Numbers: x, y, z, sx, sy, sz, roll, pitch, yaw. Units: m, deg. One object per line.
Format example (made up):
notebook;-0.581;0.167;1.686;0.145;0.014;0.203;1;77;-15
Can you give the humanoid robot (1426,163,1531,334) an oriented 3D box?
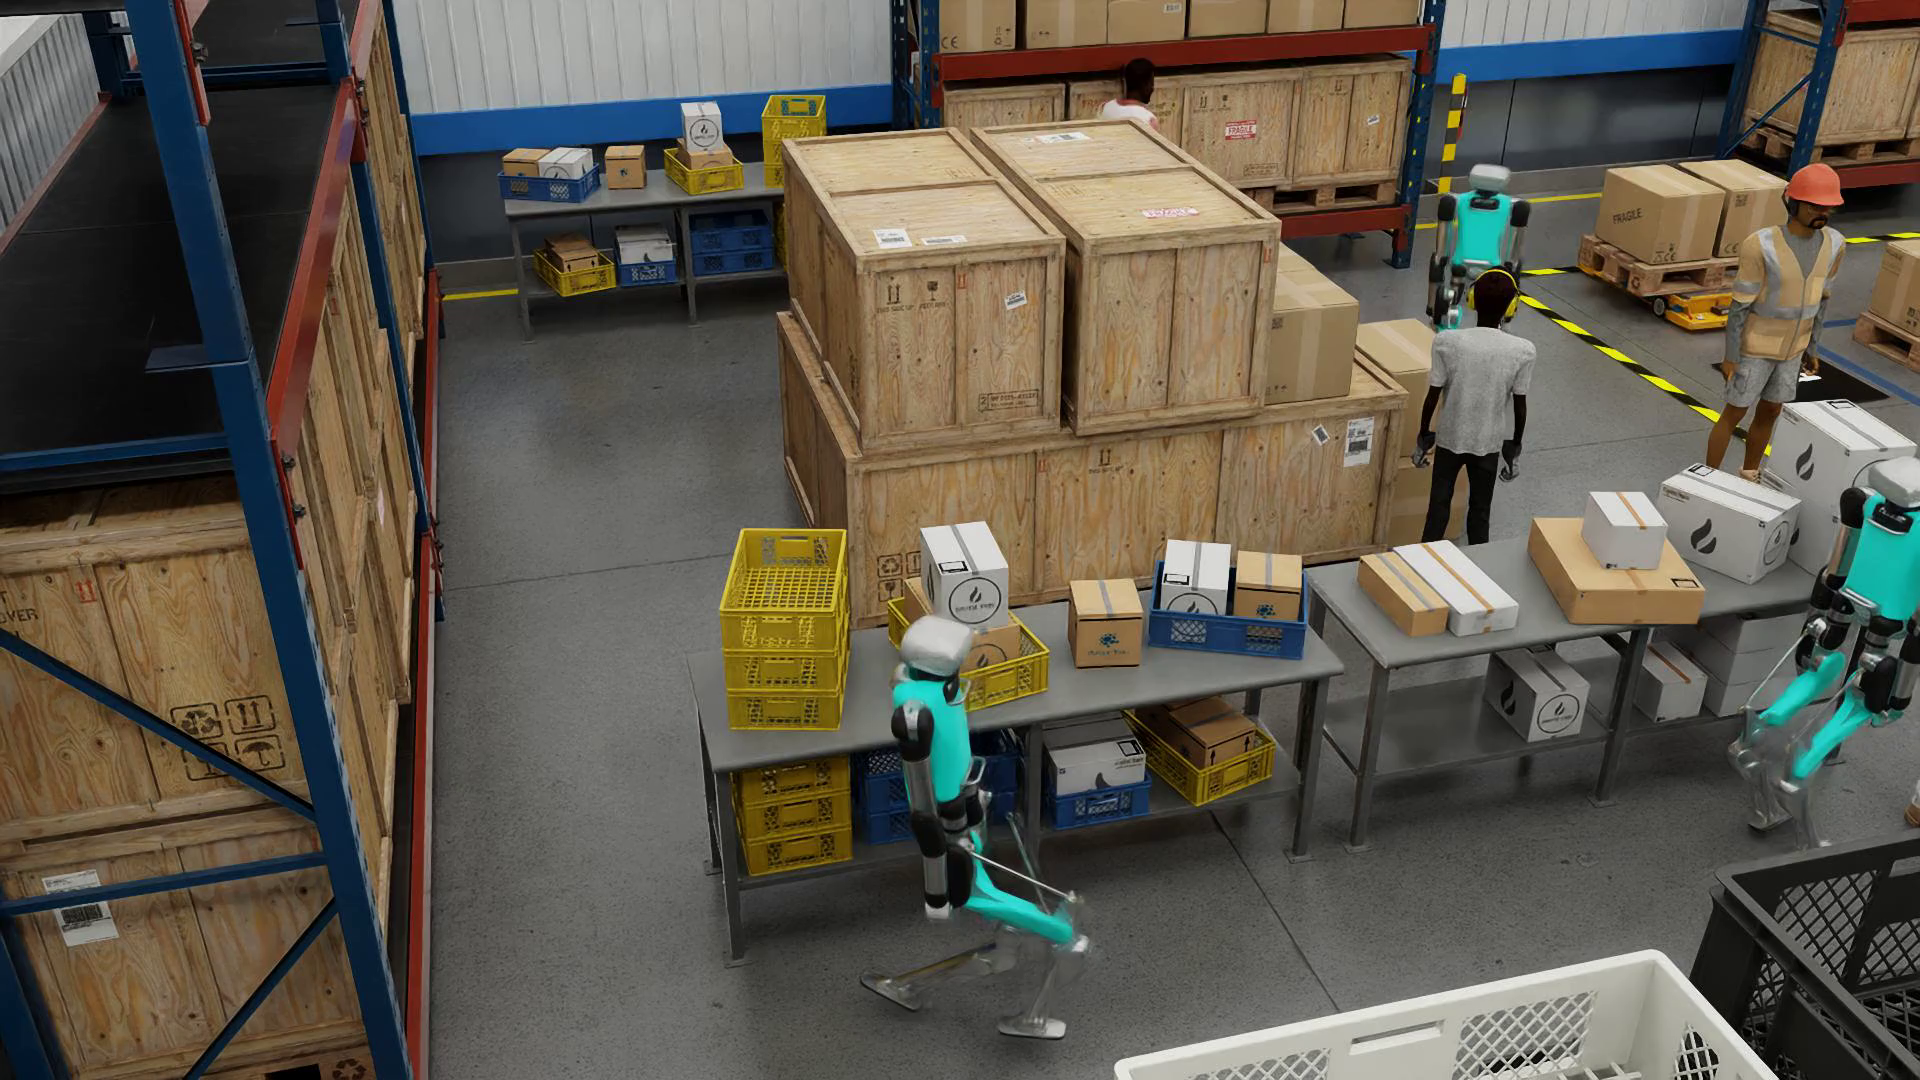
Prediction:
humanoid robot;3.045;-1.284;9.967;0.530;1.797;0.800;8;30;14

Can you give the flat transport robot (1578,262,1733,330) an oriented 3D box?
flat transport robot;5.404;-1.960;12.644;0.652;0.197;1.431;-7;30;-13

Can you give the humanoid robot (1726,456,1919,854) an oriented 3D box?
humanoid robot;3.406;0.523;6.577;0.682;1.735;0.540;-11;31;-18

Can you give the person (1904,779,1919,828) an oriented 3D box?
person;4.299;0.422;6.732;0.634;1.832;0.429;-10;30;-18

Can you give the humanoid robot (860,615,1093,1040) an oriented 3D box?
humanoid robot;0.120;1.063;5.661;1.004;1.737;0.539;6;29;10

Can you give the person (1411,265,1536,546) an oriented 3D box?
person;2.537;-0.468;8.306;0.533;1.869;0.315;8;30;14

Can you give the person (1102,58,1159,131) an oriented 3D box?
person;1.255;-2.500;11.970;0.557;1.900;0.587;-10;30;-18

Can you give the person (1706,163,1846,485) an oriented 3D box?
person;4.522;-1.079;9.235;0.606;2.048;0.366;-6;29;-11
